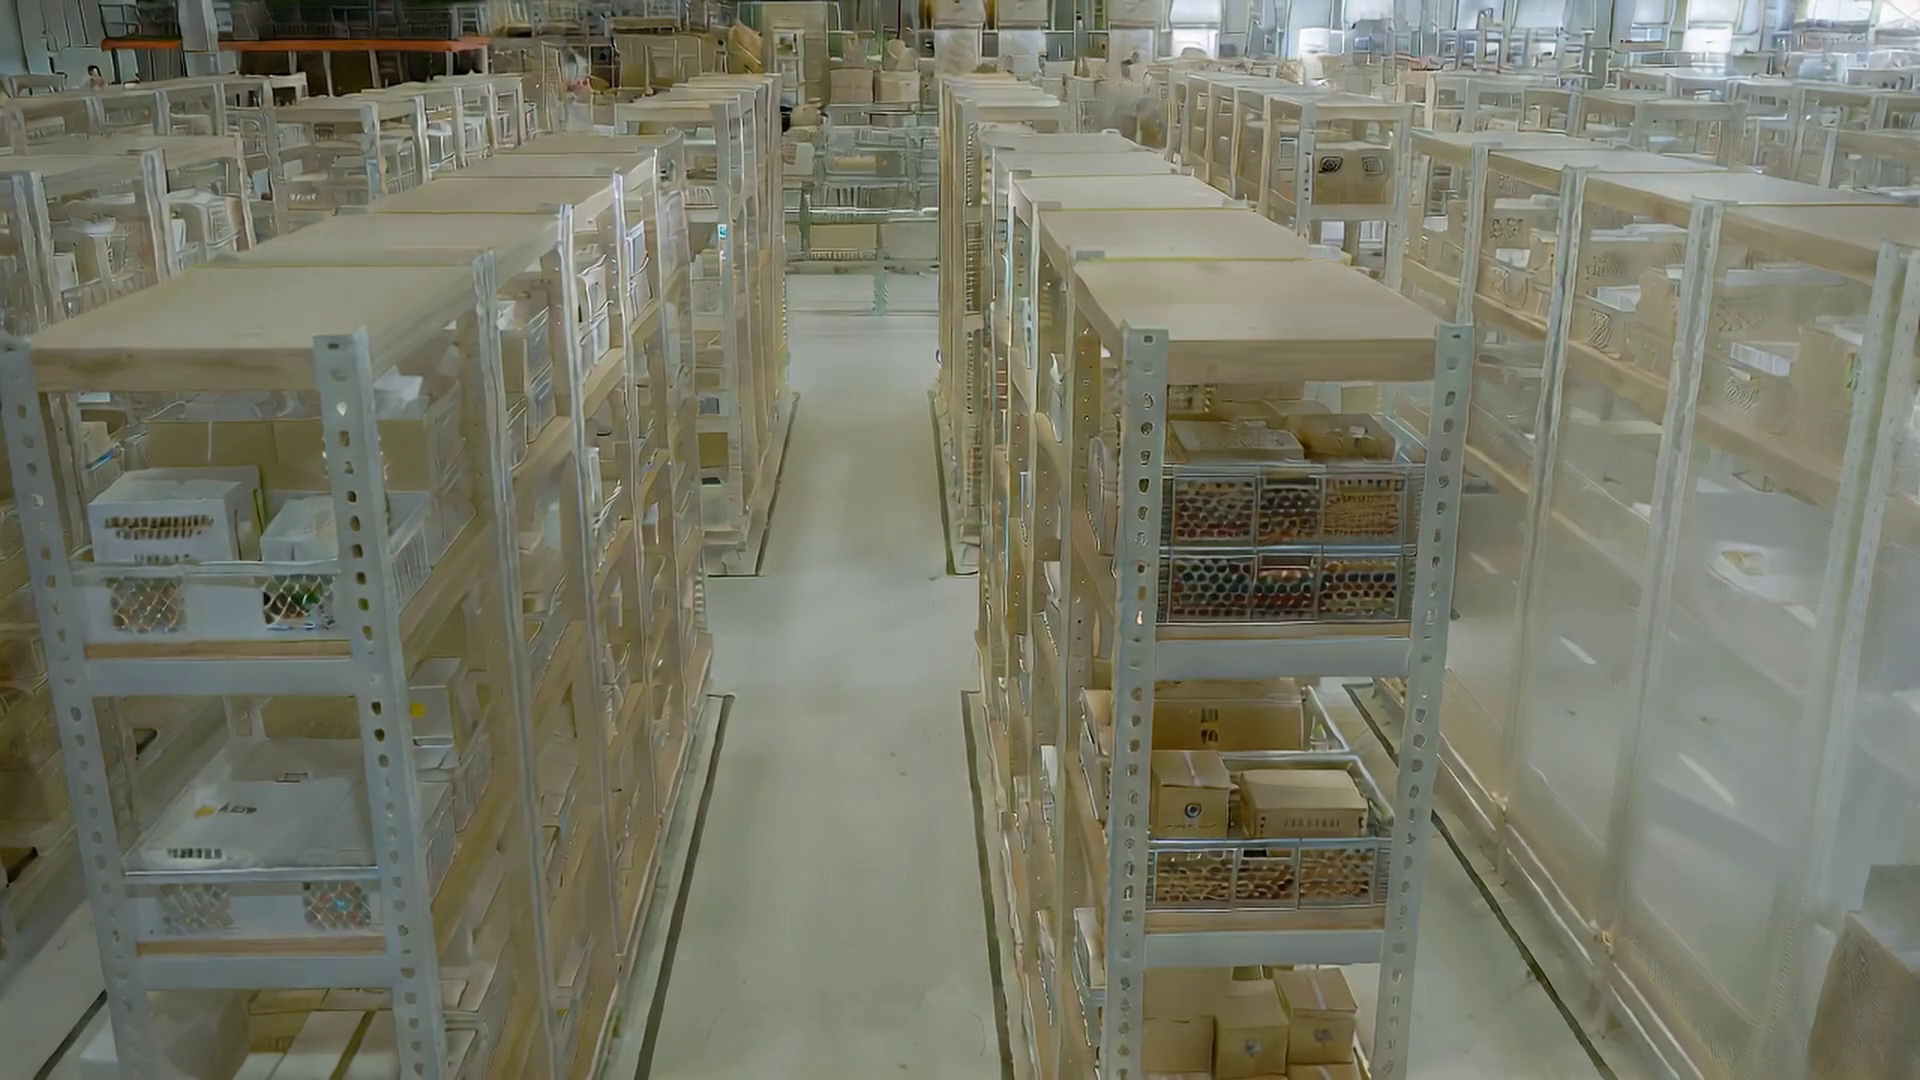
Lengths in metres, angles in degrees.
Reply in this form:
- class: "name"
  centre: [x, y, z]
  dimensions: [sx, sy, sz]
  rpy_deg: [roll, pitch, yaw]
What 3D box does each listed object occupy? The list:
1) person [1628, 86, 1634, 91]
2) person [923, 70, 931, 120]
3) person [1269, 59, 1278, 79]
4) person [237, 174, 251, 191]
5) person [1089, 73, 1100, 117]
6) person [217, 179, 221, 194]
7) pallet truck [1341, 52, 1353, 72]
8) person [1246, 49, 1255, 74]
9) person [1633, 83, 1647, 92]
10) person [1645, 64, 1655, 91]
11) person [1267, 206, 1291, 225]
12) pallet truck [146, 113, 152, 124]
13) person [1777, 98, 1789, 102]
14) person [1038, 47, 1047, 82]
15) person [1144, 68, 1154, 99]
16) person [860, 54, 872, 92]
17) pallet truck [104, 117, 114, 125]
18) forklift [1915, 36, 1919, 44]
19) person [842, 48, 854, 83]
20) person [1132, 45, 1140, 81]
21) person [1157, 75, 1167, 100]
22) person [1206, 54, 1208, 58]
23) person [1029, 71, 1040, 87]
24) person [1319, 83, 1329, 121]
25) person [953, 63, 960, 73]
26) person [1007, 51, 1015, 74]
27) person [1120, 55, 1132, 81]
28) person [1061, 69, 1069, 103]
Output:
- class: "person"
  centre: [21.321, -13.553, 52.962]
  dimensions: [0.592, 1.789, 0.789]
  rpy_deg: [-8, 20, -24]
- class: "person"
  centre: [-1.244, -16.862, 63.063]
  dimensions: [0.309, 1.868, 0.535]
  rpy_deg: [-3, 18, -10]
- class: "person"
  centre: [15.150, -22.388, 80.456]
  dimensions: [0.534, 1.691, 0.321]
  rpy_deg: [-13, 22, -35]
- class: "person"
  centre: [-16.882, -8.990, 38.495]
  dimensions: [1.012, 1.994, 0.634]
  rpy_deg: [14, 23, 37]
- class: "person"
  centre: [5.342, -17.101, 64.037]
  dimensions: [0.848, 1.719, 0.532]
  rpy_deg: [-1, 18, -4]
- class: "person"
  centre: [-16.059, -8.251, 36.355]
  dimensions: [0.408, 1.909, 0.642]
  rpy_deg: [12, 22, 33]
- class: "pallet truck"
  centre: [18.794, -23.123, 82.231]
  dimensions: [0.823, 1.965, 1.885]
  rpy_deg: [-13, 22, -35]
- class: "person"
  centre: [15.714, -25.489, 89.688]
  dimensions: [0.718, 1.915, 0.555]
  rpy_deg: [-17, 24, -42]
- class: "person"
  centre: [23.826, -15.435, 58.372]
  dimensions: [0.536, 2.000, 0.674]
  rpy_deg: [6, 19, 19]
- class: "person"
  centre: [30.722, -20.405, 74.004]
  dimensions: [0.578, 1.882, 0.346]
  rpy_deg: [-8, 20, -23]
- class: "person"
  centre: [4.044, -3.562, 21.816]
  dimensions: [0.623, 1.935, 0.436]
  rpy_deg: [7, 19, 20]
- class: "pallet truck"
  centre: [-18.087, -8.309, 36.390]
  dimensions: [1.885, 1.965, 0.823]
  rpy_deg: [-1, 18, -4]
- class: "person"
  centre: [30.371, -16.236, 60.986]
  dimensions: [0.895, 1.949, 0.615]
  rpy_deg: [-5, 18, -14]
- class: "person"
  centre: [4.661, -26.877, 94.004]
  dimensions: [0.471, 1.907, 0.638]
  rpy_deg: [-10, 20, -28]
- class: "person"
  centre: [7.396, -17.425, 64.780]
  dimensions: [0.808, 1.894, 0.597]
  rpy_deg: [-7, 19, -20]
- class: "person"
  centre: [-4.723, -23.381, 83.251]
  dimensions: [0.639, 1.851, 0.633]
  rpy_deg: [-16, 24, -40]
- class: "pallet truck"
  centre: [-18.367, -7.885, 35.078]
  dimensions: [1.885, 1.965, 0.823]
  rpy_deg: [1, 18, 2]
- class: "forklift"
  centre: [50.200, -25.081, 86.878]
  dimensions: [1.129, 2.768, 1.873]
  rpy_deg: [-10, 20, -27]
- class: "person"
  centre: [-6.226, -26.219, 91.961]
  dimensions: [0.606, 1.896, 0.983]
  rpy_deg: [15, 23, 39]
- class: "person"
  centre: [10.058, -27.243, 94.985]
  dimensions: [0.385, 1.993, 0.623]
  rpy_deg: [-7, 19, -20]
- class: "person"
  centre: [6.905, -14.966, 57.084]
  dimensions: [0.372, 1.939, 0.544]
  rpy_deg: [-1, 18, -3]
- class: "person"
  centre: [12.036, -22.675, 81.009]
  dimensions: [0.990, 1.903, 0.642]
  rpy_deg: [-9, 20, -26]
- class: "person"
  centre: [2.740, -16.098, 60.617]
  dimensions: [0.971, 1.931, 0.592]
  rpy_deg: [17, 24, 42]
- class: "person"
  centre: [12.358, -14.662, 56.547]
  dimensions: [0.535, 1.690, 0.319]
  rpy_deg: [12, 21, 32]
- class: "person"
  centre: [-0.062, -19.659, 71.799]
  dimensions: [0.728, 1.824, 0.525]
  rpy_deg: [-8, 20, -23]
- class: "person"
  centre: [2.682, -25.717, 90.552]
  dimensions: [0.781, 1.824, 0.630]
  rpy_deg: [5, 19, 15]
- class: "person"
  centre: [8.309, -23.371, 83.279]
  dimensions: [0.636, 1.819, 0.675]
  rpy_deg: [-10, 20, -28]
- class: "person"
  centre: [4.021, -17.247, 64.248]
  dimensions: [0.328, 1.875, 0.513]
  rpy_deg: [-2, 18, -6]
